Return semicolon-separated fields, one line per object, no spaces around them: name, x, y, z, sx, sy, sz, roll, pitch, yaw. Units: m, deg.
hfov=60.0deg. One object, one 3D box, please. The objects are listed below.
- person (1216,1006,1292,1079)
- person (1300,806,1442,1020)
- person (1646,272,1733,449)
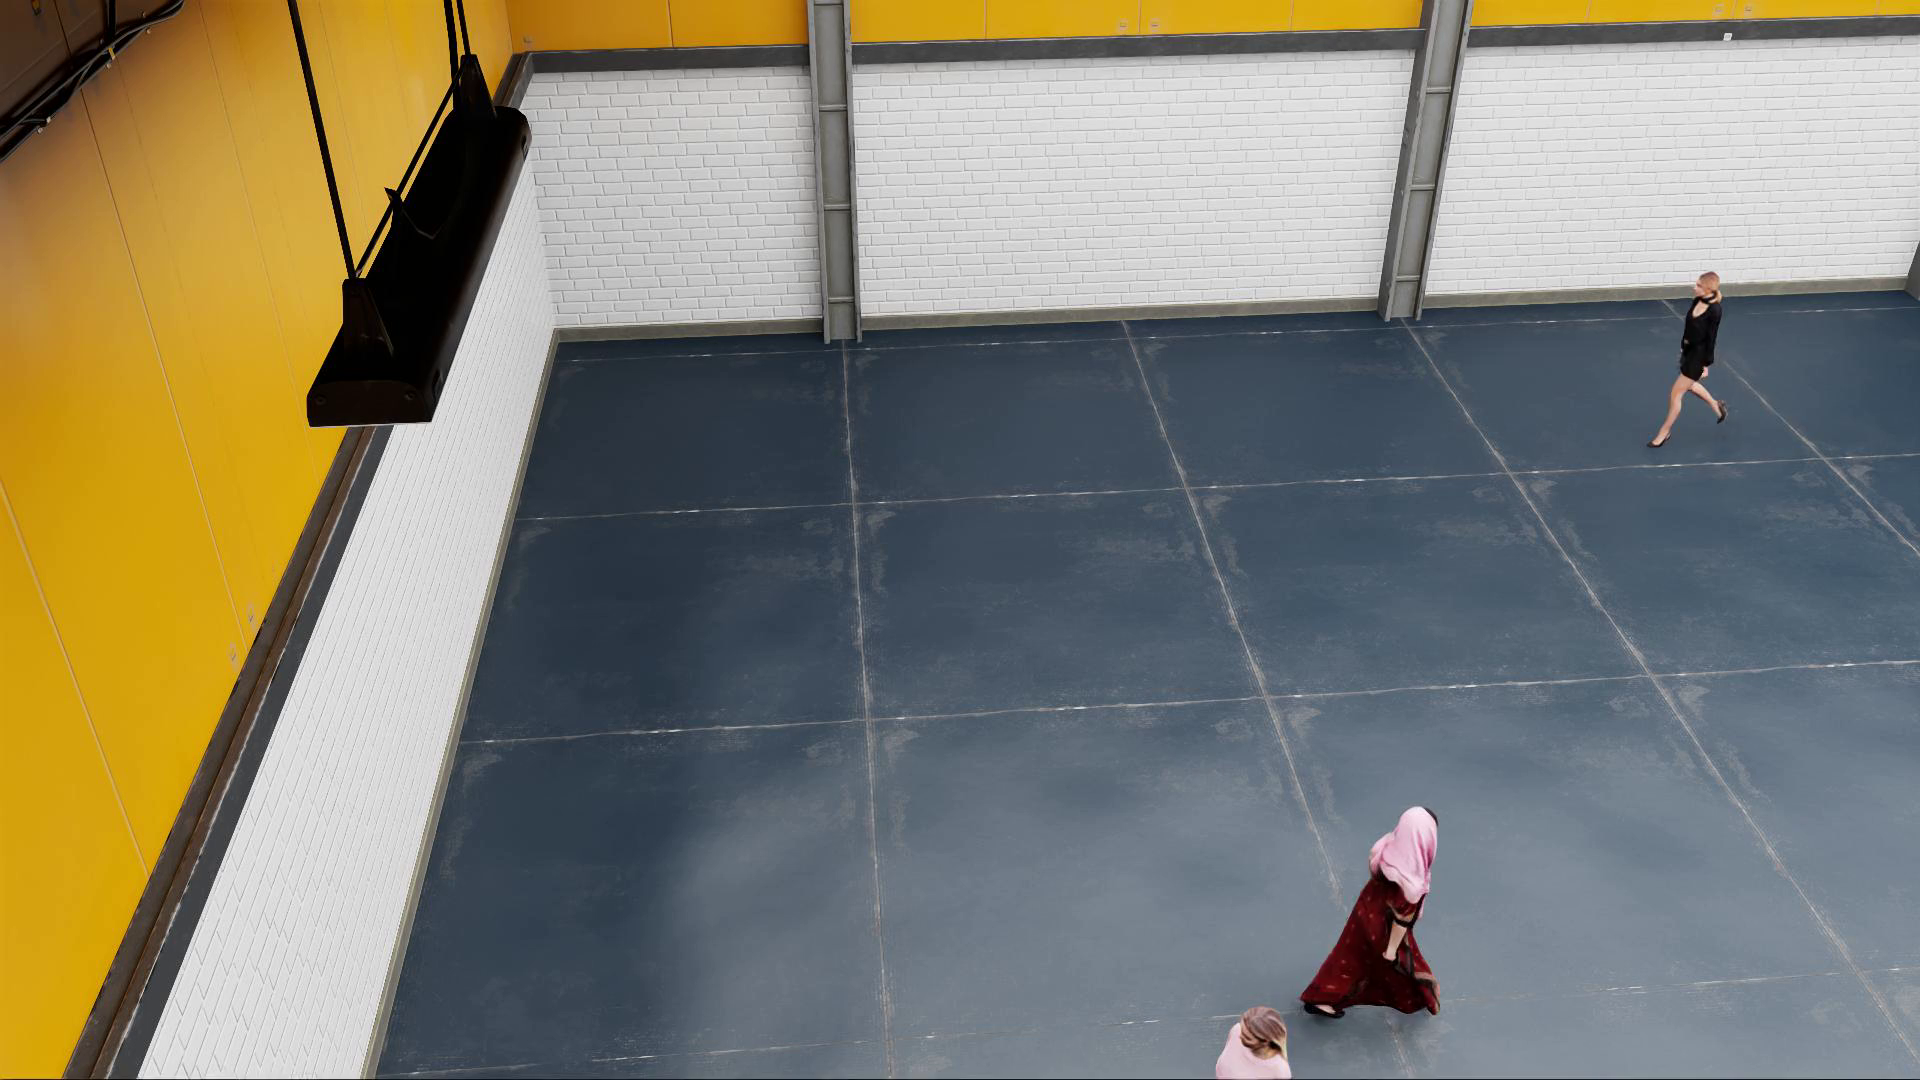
person;1.451;2.922;8.381;0.676;1.686;0.677;-17;37;-24
person;2.362;2.203;9.541;1.096;1.599;0.691;-3;34;-4
person;6.777;-1.630;15.178;1.017;1.743;0.602;-4;34;-6
